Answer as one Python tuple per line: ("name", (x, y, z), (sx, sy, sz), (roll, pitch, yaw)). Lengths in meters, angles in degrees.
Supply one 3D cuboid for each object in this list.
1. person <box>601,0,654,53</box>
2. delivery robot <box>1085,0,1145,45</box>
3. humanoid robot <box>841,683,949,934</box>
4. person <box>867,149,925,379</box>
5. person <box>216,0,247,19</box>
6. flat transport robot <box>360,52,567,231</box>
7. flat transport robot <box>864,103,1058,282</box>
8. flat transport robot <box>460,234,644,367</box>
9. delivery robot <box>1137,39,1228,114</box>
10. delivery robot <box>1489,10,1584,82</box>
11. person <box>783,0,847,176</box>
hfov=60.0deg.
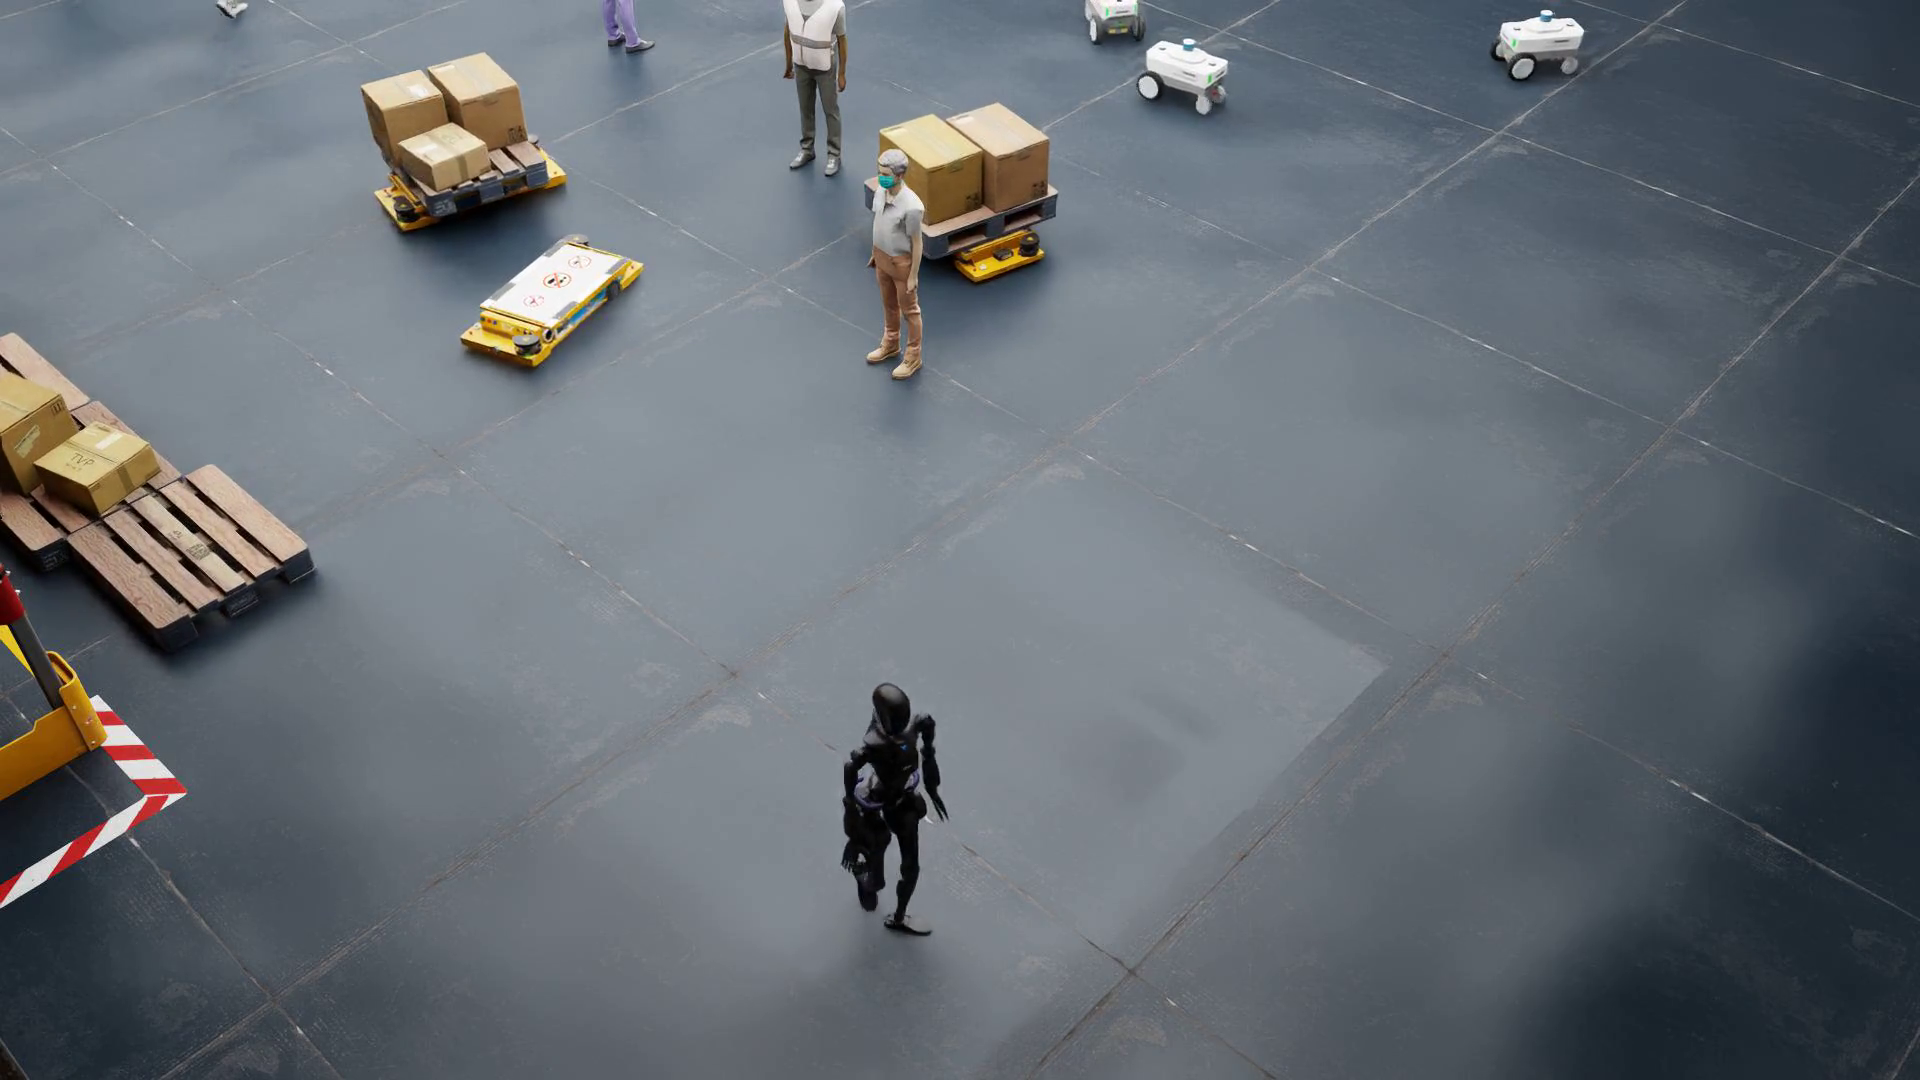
("person", (-3.215, -5.421, 15.373), (0.565, 1.846, 0.390), (29, 49, 28))
("delivery robot", (1.462, -5.149, 16.041), (0.499, 0.601, 0.805), (-9, 43, -10))
("humanoid robot", (-0.359, 1.295, 8.051), (0.603, 1.639, 0.503), (-31, 50, -30))
("person", (-0.452, -1.929, 11.565), (0.320, 1.748, 0.473), (-32, 51, -30))
("person", (-7.173, -5.769, 15.928), (0.513, 1.624, 0.442), (12, 43, 13))
("flat transport robot", (-4.077, -2.983, 13.841), (1.431, 0.231, 0.659), (-25, 47, -25))
("flat transport robot", (0.001, -2.553, 13.364), (0.659, 0.231, 1.431), (-24, 47, -24))
("flat transport robot", (-3.066, -1.827, 12.556), (0.659, 0.231, 1.431), (18, 45, 19))
("delivery robot", (2.009, -4.223, 15.021), (0.791, 0.614, 0.499), (27, 48, 26))
("delivery robot", (5.350, -4.604, 15.442), (0.792, 0.611, 0.499), (-6, 42, -7))
("person", (-1.178, -3.900, 13.688), (0.563, 1.839, 0.393), (18, 45, 19))
